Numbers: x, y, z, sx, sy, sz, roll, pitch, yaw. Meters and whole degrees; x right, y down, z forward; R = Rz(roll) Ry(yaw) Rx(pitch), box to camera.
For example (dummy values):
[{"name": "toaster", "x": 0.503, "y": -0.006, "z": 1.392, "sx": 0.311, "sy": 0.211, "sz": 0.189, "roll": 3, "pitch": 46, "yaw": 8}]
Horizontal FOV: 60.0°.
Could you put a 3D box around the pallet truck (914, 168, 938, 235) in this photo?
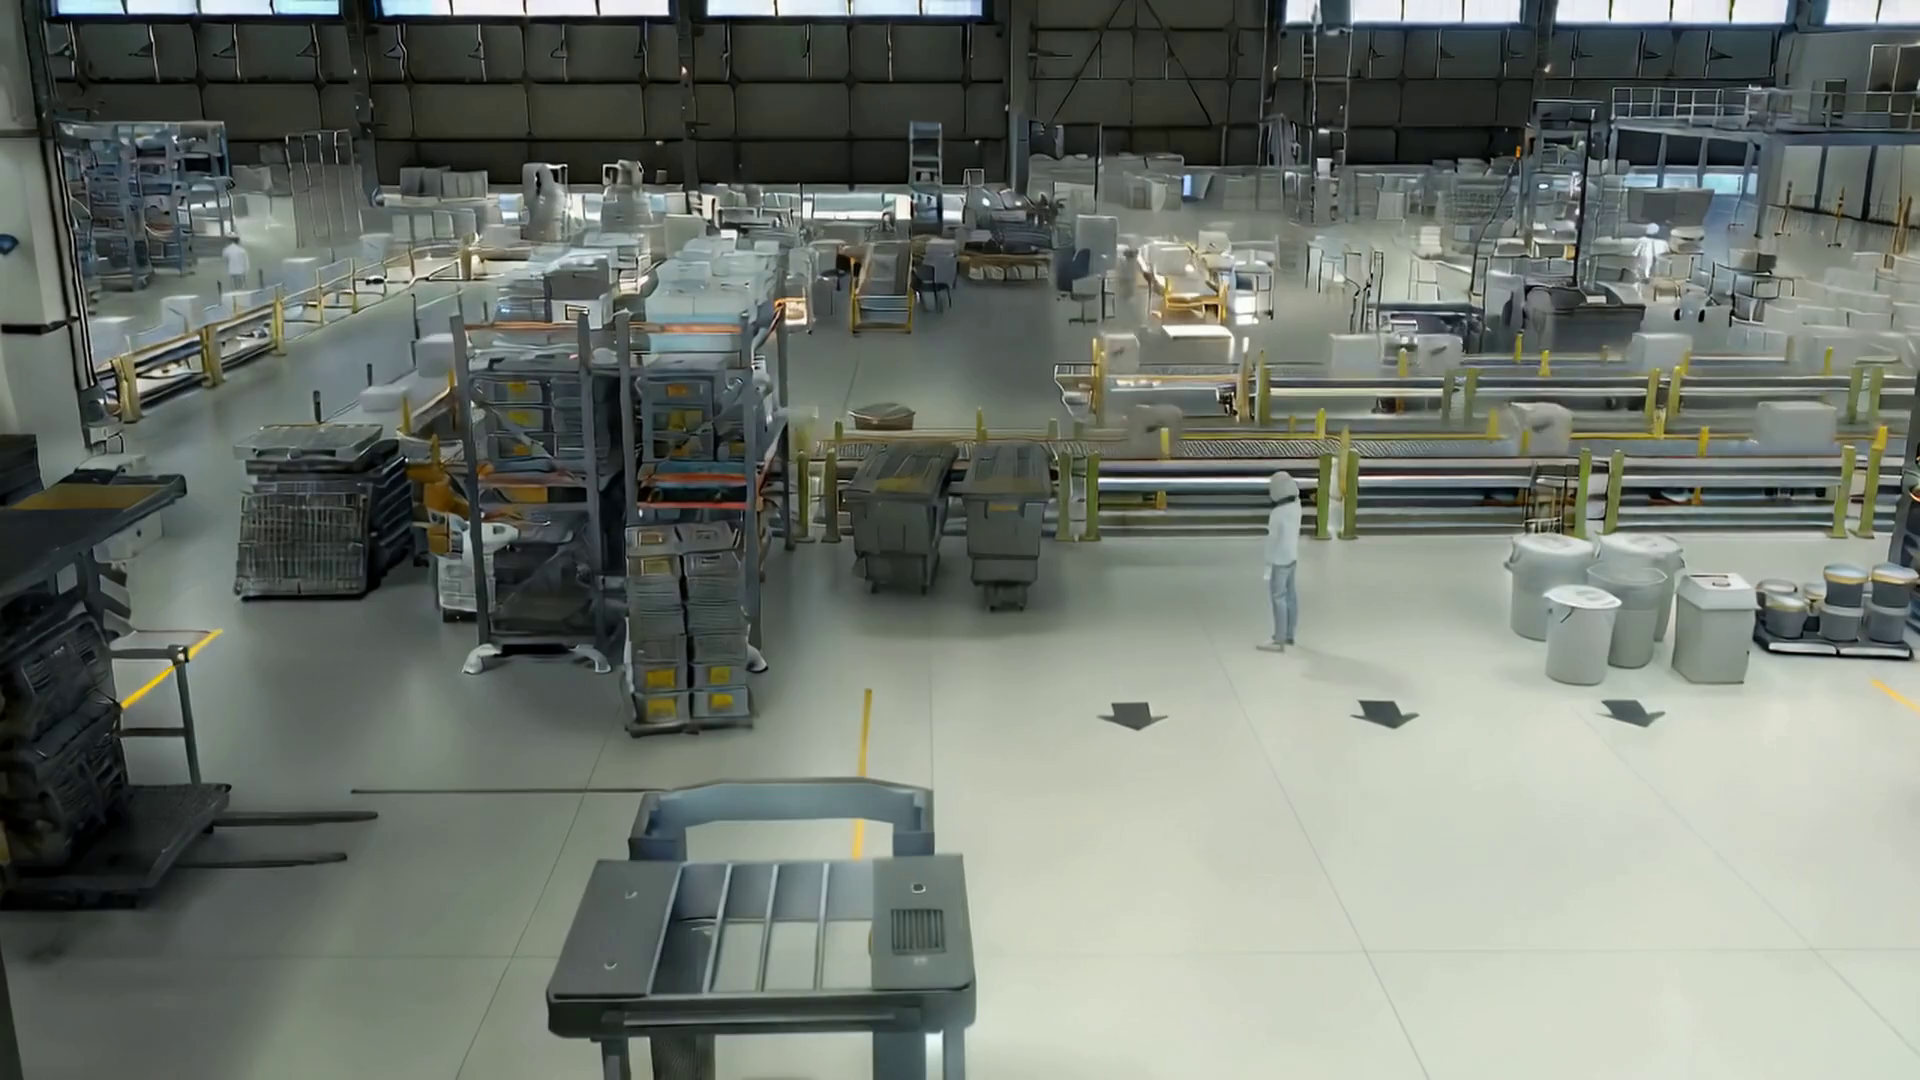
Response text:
[{"name": "pallet truck", "x": -0.989, "y": -10.316, "z": 50.507, "sx": 0.823, "sy": 1.965, "sz": 1.885, "roll": 1, "pitch": 16, "yaw": 3}]

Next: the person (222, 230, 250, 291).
[{"name": "person", "x": -14.792, "y": -5.447, "z": 34.024, "sx": 0.526, "sy": 1.754, "sz": 0.416, "roll": -1, "pitch": 16, "yaw": -2}]

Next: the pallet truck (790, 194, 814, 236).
[{"name": "pallet truck", "x": -4.814, "y": -9.883, "z": 50.259, "sx": 0.704, "sy": 1.261, "sz": 1.522, "roll": -1, "pitch": 16, "yaw": -3}]

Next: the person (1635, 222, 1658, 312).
[{"name": "person", "x": 14.352, "y": -5.711, "z": 34.787, "sx": 0.404, "sy": 1.835, "sz": 0.592, "roll": 1, "pitch": 16, "yaw": 5}]

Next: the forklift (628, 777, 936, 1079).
[{"name": "forklift", "x": -0.542, "y": 2.165, "z": 5.552, "sx": 1.129, "sy": 2.768, "sz": 1.873, "roll": -1, "pitch": 16, "yaw": -2}]

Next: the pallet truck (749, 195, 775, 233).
[{"name": "pallet truck", "x": -6.051, "y": -9.967, "z": 50.660, "sx": 0.680, "sy": 1.201, "sz": 1.601, "roll": 0, "pitch": 16, "yaw": -1}]

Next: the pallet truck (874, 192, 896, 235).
[{"name": "pallet truck", "x": -2.277, "y": -9.986, "z": 50.594, "sx": 0.653, "sy": 1.274, "sz": 1.630, "roll": 0, "pitch": 16, "yaw": -1}]

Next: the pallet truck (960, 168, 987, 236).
[{"name": "pallet truck", "x": 0.383, "y": -10.230, "z": 50.206, "sx": 0.823, "sy": 1.965, "sz": 1.885, "roll": -1, "pitch": 16, "yaw": -3}]

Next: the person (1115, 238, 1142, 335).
[{"name": "person", "x": 3.030, "y": -4.432, "z": 30.018, "sx": 0.455, "sy": 2.022, "sz": 0.630, "roll": 1, "pitch": 16, "yaw": 3}]

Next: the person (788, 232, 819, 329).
[{"name": "person", "x": -3.051, "y": -5.037, "z": 32.342, "sx": 0.646, "sy": 1.901, "sz": 0.401, "roll": 6, "pitch": 17, "yaw": 21}]

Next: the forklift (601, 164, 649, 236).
[{"name": "forklift", "x": -9.948, "y": -10.127, "z": 49.296, "sx": 1.157, "sy": 1.987, "sz": 2.680, "roll": -1, "pitch": 16, "yaw": -3}]

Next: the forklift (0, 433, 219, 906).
[{"name": "forklift", "x": -5.952, "y": 0.780, "z": 10.366, "sx": 1.873, "sy": 2.768, "sz": 1.129, "roll": 0, "pitch": 16, "yaw": -1}]

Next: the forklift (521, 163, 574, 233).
[{"name": "forklift", "x": -12.233, "y": -10.122, "z": 49.298, "sx": 1.157, "sy": 1.987, "sz": 2.680, "roll": 0, "pitch": 16, "yaw": -1}]

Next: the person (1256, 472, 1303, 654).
[{"name": "person", "x": 2.825, "y": 0.197, "z": 14.614, "sx": 0.289, "sy": 1.633, "sz": 0.498, "roll": 12, "pitch": 20, "yaw": 35}]
